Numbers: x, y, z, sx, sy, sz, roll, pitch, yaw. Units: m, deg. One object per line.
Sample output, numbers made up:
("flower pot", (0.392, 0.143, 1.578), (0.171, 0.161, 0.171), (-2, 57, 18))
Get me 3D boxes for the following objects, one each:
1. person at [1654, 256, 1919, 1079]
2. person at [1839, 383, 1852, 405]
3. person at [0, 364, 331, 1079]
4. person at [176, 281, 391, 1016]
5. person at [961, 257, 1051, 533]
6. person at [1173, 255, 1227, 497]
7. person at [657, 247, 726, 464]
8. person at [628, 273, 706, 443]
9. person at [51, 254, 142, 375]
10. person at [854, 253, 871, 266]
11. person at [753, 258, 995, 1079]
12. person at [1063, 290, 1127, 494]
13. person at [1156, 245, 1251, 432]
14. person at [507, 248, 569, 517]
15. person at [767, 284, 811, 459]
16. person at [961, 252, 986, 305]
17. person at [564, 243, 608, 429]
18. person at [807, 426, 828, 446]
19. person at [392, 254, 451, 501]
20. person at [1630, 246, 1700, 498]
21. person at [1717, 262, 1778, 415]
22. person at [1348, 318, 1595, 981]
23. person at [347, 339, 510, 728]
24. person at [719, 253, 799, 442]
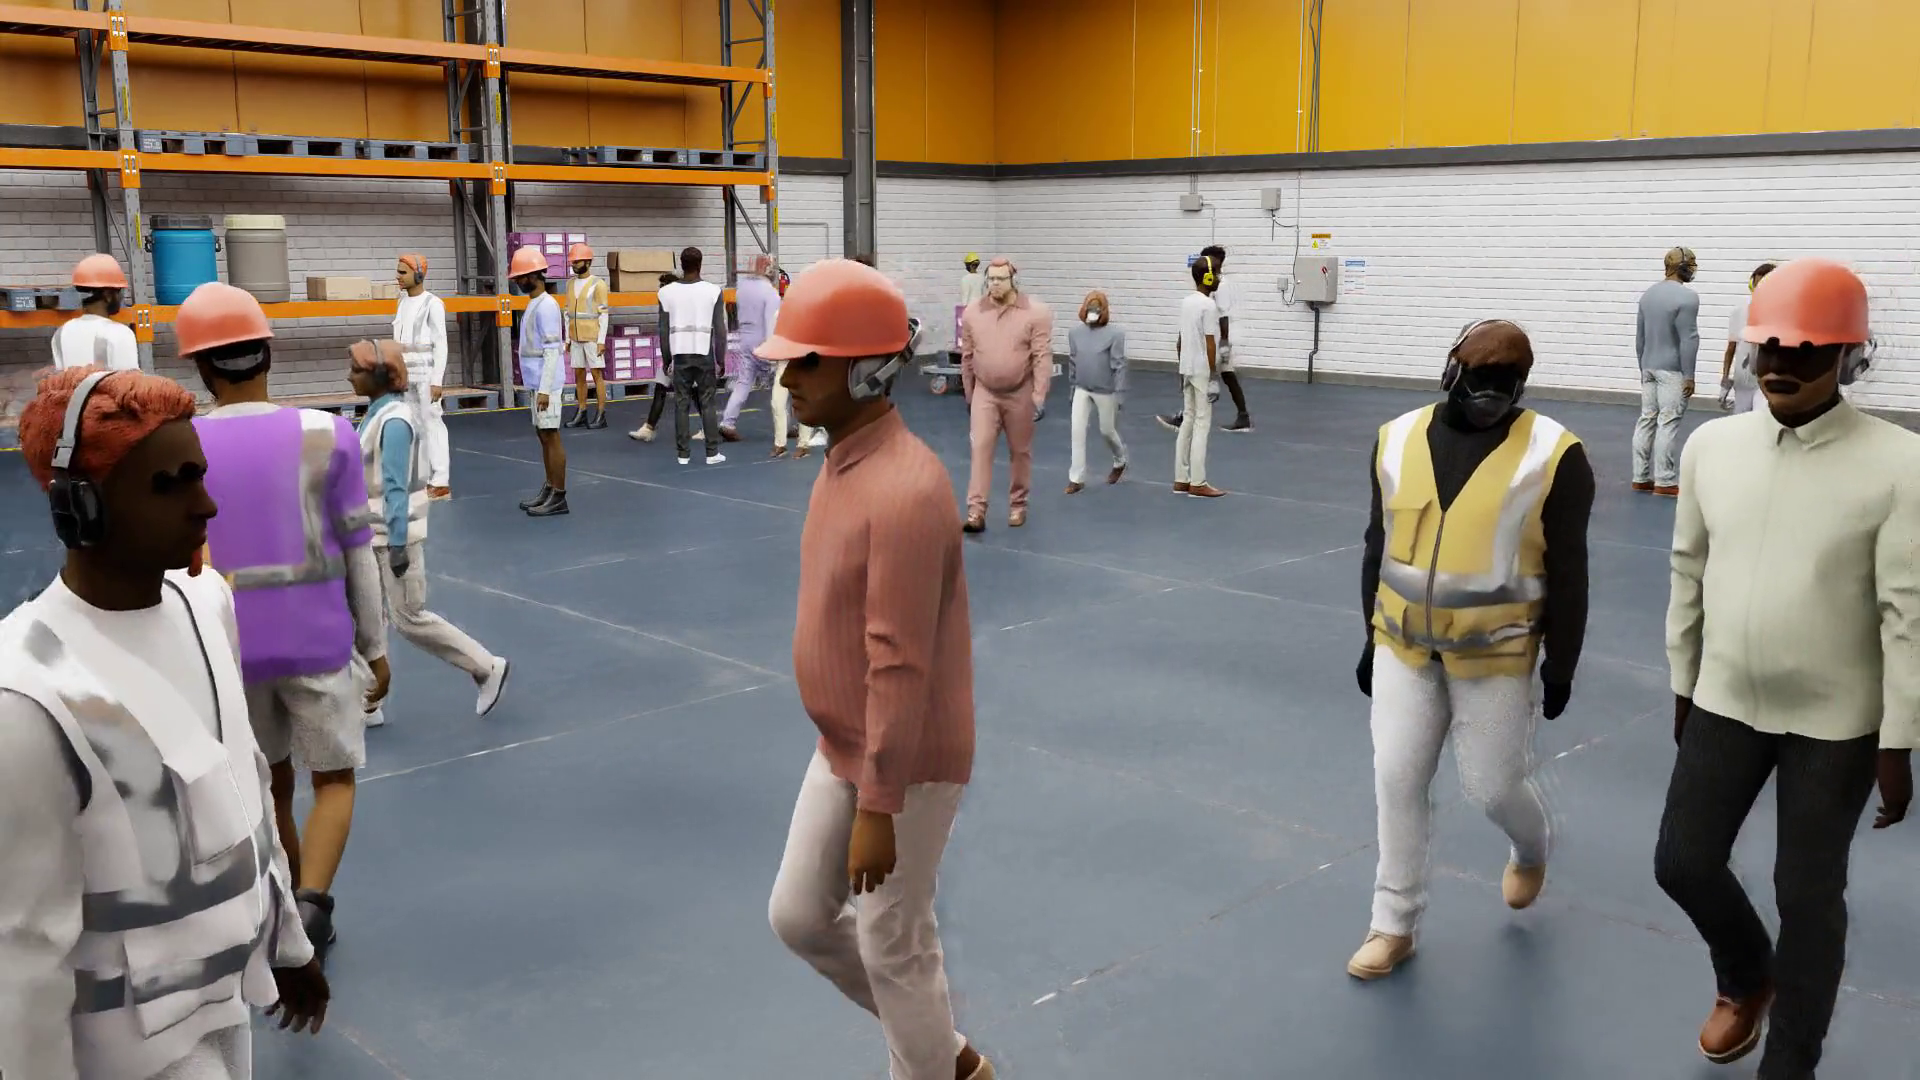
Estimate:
("person", (1.845, 0.370, 3.713), (0.455, 1.980, 0.619), (-8, 13, -39))
("person", (9.274, -2.011, 17.604), (0.515, 1.641, 0.309), (0, 10, -1))
("person", (-1.203, 0.674, 2.392), (0.850, 1.856, 0.593), (0, 10, -2))
("person", (-1.789, 0.293, 4.311), (0.567, 1.909, 0.743), (-2, 11, -13))
("person", (0.290, -0.971, 11.326), (0.646, 1.865, 0.944), (2, 11, 11))
("person", (1.866, -1.266, 12.919), (0.310, 1.868, 0.533), (-4, 11, -21))
("person", (-2.368, -1.625, 14.737), (0.590, 1.919, 0.397), (1, 10, 3))
("person", (-2.806, -1.767, 16.235), (0.875, 1.644, 0.533), (-9, 14, -40))
("person", (-4.527, -0.554, 8.884), (0.554, 1.936, 0.389), (5, 11, 25))
("person", (-1.241, -2.863, 21.871), (1.019, 1.792, 0.618), (-9, 14, -42))
("person", (-0.192, 0.429, 3.372), (0.438, 1.972, 0.633), (-4, 11, -20))
("person", (1.111, -1.187, 13.235), (0.511, 1.605, 0.794), (6, 12, 29))
("person", (2.550, -2.044, 17.038), (1.006, 1.909, 0.639), (2, 11, 8))
("person", (-3.049, -1.134, 12.035), (0.374, 1.928, 0.543), (-4, 11, -21))
("person", (-1.519, -1.517, 14.975), (0.569, 1.602, 0.559), (5, 12, 26))
("person", (0.178, -3.413, 24.908), (0.317, 1.767, 0.535), (9, 14, 39))
("person", (-3.932, -2.126, 17.418), (0.545, 1.938, 0.362), (5, 12, 28))
("person", (-1.198, -1.795, 16.246), (0.475, 1.705, 0.869), (10, 15, 44))
("person", (-4.130, -1.235, 12.712), (0.574, 1.883, 0.355), (9, 14, 41))
("person", (5.473, -1.295, 12.881), (0.359, 1.938, 0.632), (-2, 11, -12))
("person", (5.939, -1.142, 12.346), (0.491, 1.835, 0.823), (9, 14, 42))
("person", (1.423, 0.289, 4.617), (0.621, 1.814, 0.726), (8, 13, 38))
("person", (-2.268, -0.019, 6.802), (0.700, 1.614, 0.524), (-6, 12, -31))
("person", (-1.982, -1.889, 16.375), (0.647, 1.866, 0.962), (10, 14, 44))
